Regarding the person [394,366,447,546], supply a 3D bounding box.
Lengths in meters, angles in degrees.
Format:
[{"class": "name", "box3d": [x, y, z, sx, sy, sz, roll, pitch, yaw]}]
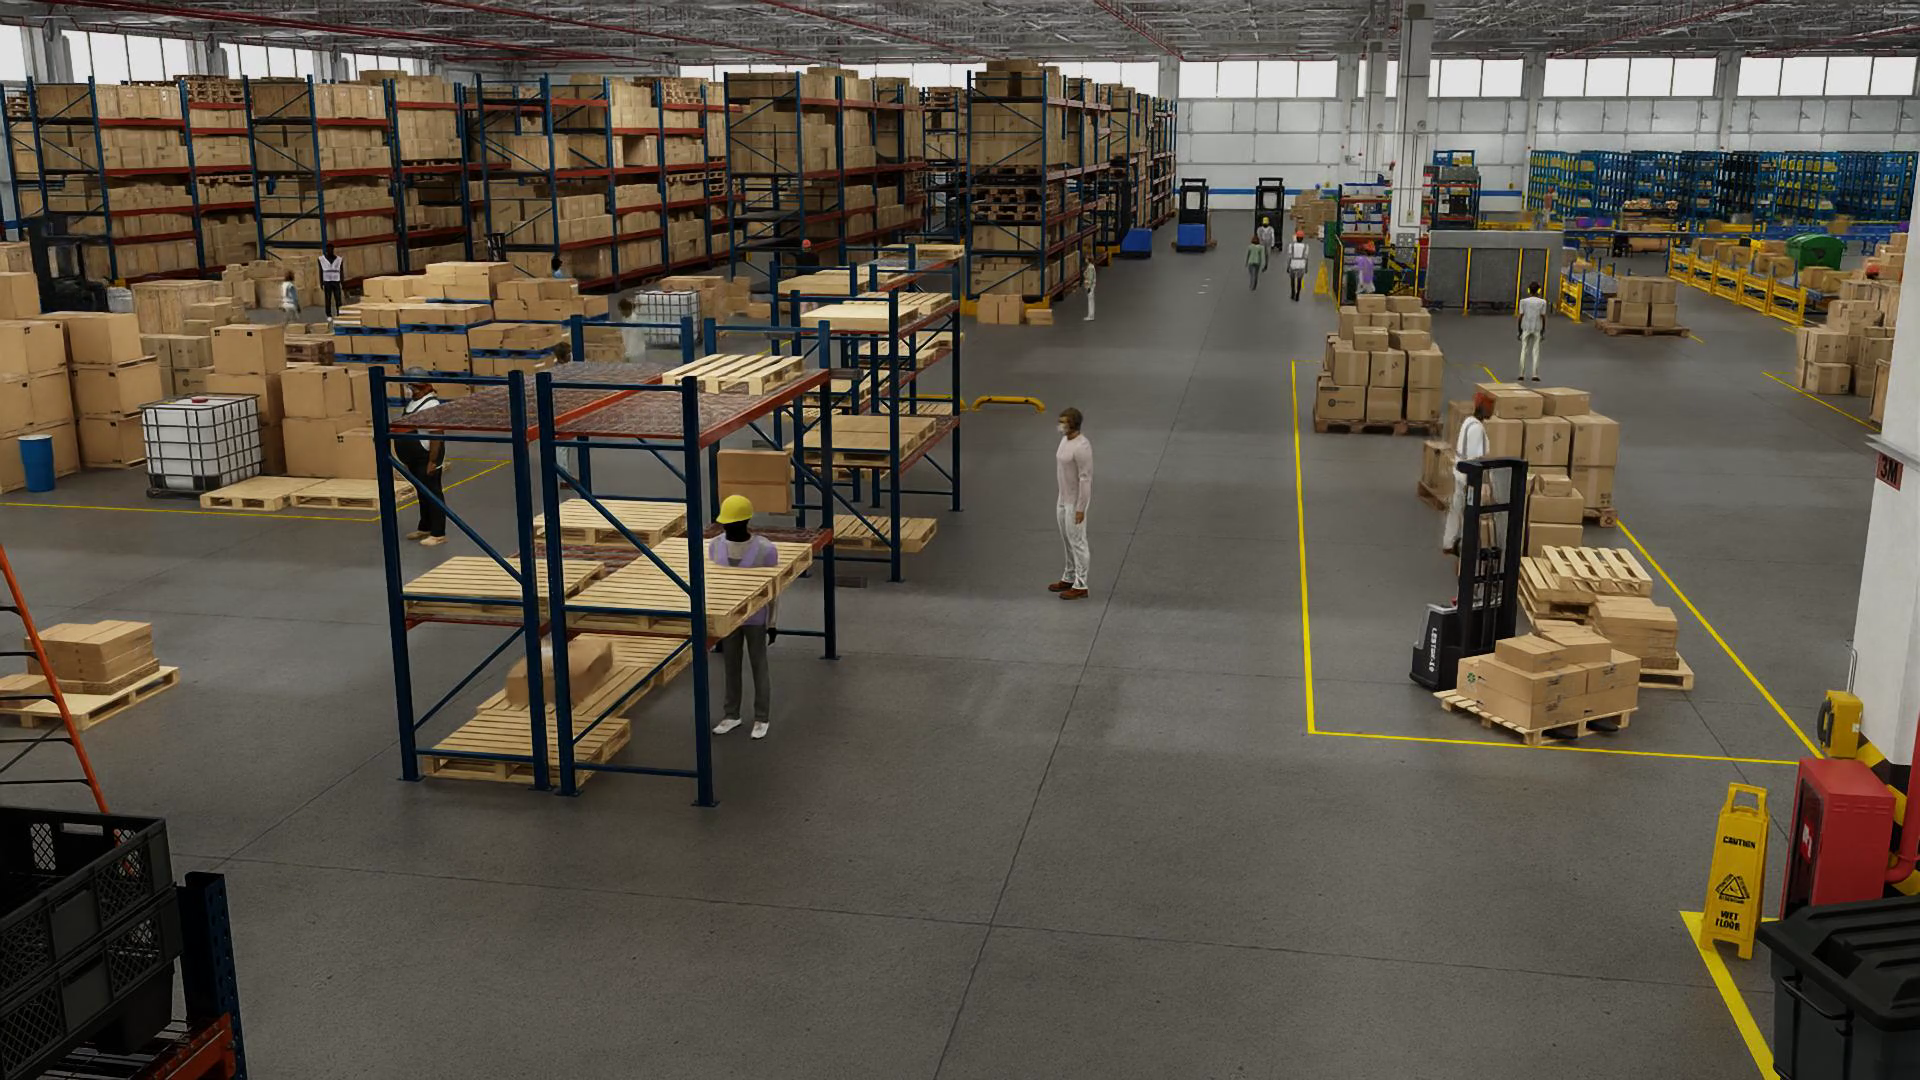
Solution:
[{"class": "person", "box3d": [-6.106, -0.954, 18.806, 0.537, 2.000, 0.682, -10, 17, -36]}]

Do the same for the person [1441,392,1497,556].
[{"class": "person", "box3d": [5.665, -0.694, 18.127, 0.768, 1.850, 0.614, 1, 14, 5]}]

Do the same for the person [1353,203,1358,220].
[{"class": "person", "box3d": [16.105, -12.802, 67.536, 0.381, 1.729, 0.559, 7, 16, 27]}]

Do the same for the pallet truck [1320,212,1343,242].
[{"class": "pallet truck", "box3d": [15.874, -13.227, 70.310, 0.680, 1.201, 1.601, 10, 17, 35]}]

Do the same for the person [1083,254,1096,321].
[{"class": "person", "box3d": [3.212, -6.238, 41.083, 0.307, 1.641, 0.513, 0, 14, 2]}]

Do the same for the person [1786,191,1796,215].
[{"class": "person", "box3d": [40.540, -16.166, 81.091, 0.455, 1.791, 0.637, -4, 14, -16]}]

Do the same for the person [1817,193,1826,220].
[{"class": "person", "box3d": [41.440, -15.908, 79.952, 0.471, 1.827, 0.591, 3, 14, 11]}]

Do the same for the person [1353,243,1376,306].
[{"class": "person", "box3d": [10.173, -6.457, 41.473, 0.577, 1.877, 1.016, -9, 17, -33]}]

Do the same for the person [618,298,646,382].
[{"class": "person", "box3d": [-5.483, -3.035, 27.518, 0.684, 1.905, 0.661, -9, 17, -33]}]

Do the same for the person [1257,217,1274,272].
[{"class": "person", "box3d": [10.125, -9.814, 55.228, 0.615, 1.819, 0.515, 0, 14, 1]}]

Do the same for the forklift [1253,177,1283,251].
[{"class": "forklift", "box3d": [12.083, -12.747, 64.956, 1.129, 2.768, 1.873, 3, 14, 10]}]

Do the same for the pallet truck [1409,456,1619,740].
[{"class": "pallet truck", "box3d": [4.504, 0.400, 13.395, 0.823, 1.965, 1.885, -6, 15, -23]}]

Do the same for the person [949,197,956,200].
[{"class": "person", "box3d": [-0.475, -18.888, 92.293, 0.563, 1.704, 0.891, -2, 14, -9]}]

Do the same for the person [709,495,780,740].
[{"class": "person", "box3d": [-1.667, 0.586, 12.794, 0.589, 1.924, 0.383, 5, 15, 20]}]

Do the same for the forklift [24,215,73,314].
[{"class": "forklift", "box3d": [-19.576, -5.591, 35.903, 1.873, 2.768, 1.129, 2, 14, 10]}]

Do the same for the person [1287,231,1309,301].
[{"class": "person", "box3d": [9.346, -7.591, 46.019, 0.578, 1.905, 0.882, 2, 14, 10]}]

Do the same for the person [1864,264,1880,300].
[{"class": "person", "box3d": [18.824, -4.767, 34.570, 0.786, 1.907, 0.560, 6, 15, 23]}]

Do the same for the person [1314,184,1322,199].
[{"class": "person", "box3d": [18.638, -17.480, 86.164, 0.654, 1.923, 0.627, 2, 14, 8]}]

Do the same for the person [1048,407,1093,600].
[{"class": "person", "box3d": [1.123, -0.373, 16.656, 0.355, 1.938, 0.636, -4, 14, -15]}]

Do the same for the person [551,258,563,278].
[{"class": "person", "box3d": [-9.517, -5.820, 39.295, 0.372, 1.680, 0.547, -3, 14, -10]}]

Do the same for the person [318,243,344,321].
[{"class": "person", "box3d": [-15.476, -6.351, 40.994, 0.587, 1.911, 0.397, -8, 16, -29]}]

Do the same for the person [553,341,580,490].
[{"class": "person", "box3d": [-5.157, -1.633, 21.770, 0.367, 1.940, 0.635, -2, 14, -8]}]

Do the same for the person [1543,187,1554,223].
[{"class": "person", "box3d": [28.178, -15.905, 79.614, 0.392, 1.988, 0.609, -2, 14, -8]}]

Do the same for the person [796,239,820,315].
[{"class": "person", "box3d": [-3.748, -6.399, 41.001, 0.609, 1.997, 0.375, -4, 14, -17]}]

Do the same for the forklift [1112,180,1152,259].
[{"class": "forklift", "box3d": [6.082, -11.722, 60.796, 1.873, 2.768, 1.129, 2, 14, 9]}]

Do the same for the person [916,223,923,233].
[{"class": "person", "box3d": [-1.557, -11.030, 60.127, 0.633, 1.842, 0.429, 6, 15, 22]}]

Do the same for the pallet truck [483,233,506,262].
[{"class": "pallet truck", "box3d": [-11.832, -7.026, 43.548, 1.885, 1.965, 0.823, 8, 16, 28]}]

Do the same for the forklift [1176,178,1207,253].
[{"class": "forklift", "box3d": [8.924, -12.466, 63.817, 1.129, 2.768, 1.873, 3, 14, 10]}]

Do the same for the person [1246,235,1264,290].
[{"class": "person", "box3d": [8.639, -8.115, 48.743, 0.512, 1.614, 0.510, 1, 14, 5]}]

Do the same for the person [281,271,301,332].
[{"class": "person", "box3d": [-14.739, -5.135, 36.699, 0.881, 1.583, 0.531, -11, 18, -38]}]

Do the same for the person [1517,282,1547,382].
[{"class": "person", "box3d": [10.681, -3.885, 31.073, 0.508, 1.865, 0.328, 6, 15, 23]}]
